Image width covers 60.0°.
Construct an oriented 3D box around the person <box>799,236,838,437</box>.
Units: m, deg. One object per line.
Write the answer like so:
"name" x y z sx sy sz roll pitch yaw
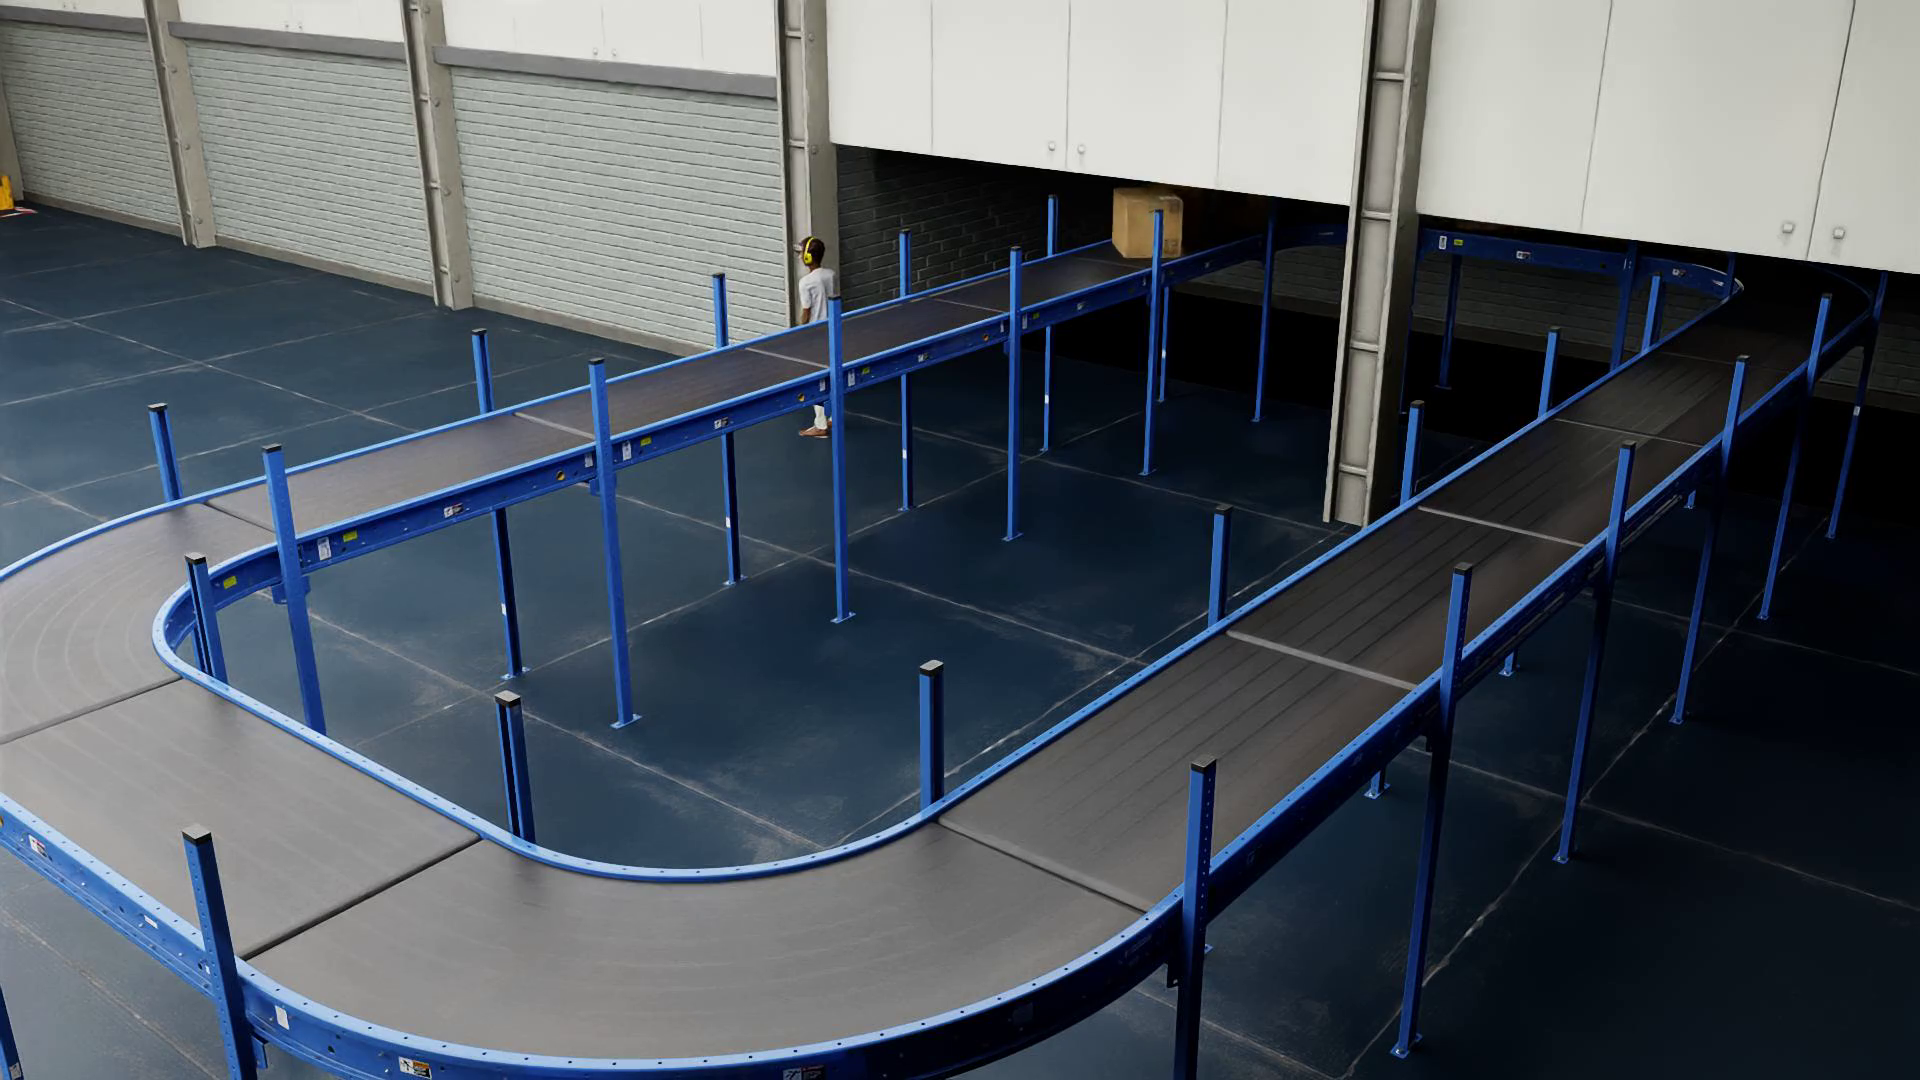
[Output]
"person" -1.319 -1.876 15.407 0.328 1.871 0.530 13 25 31
